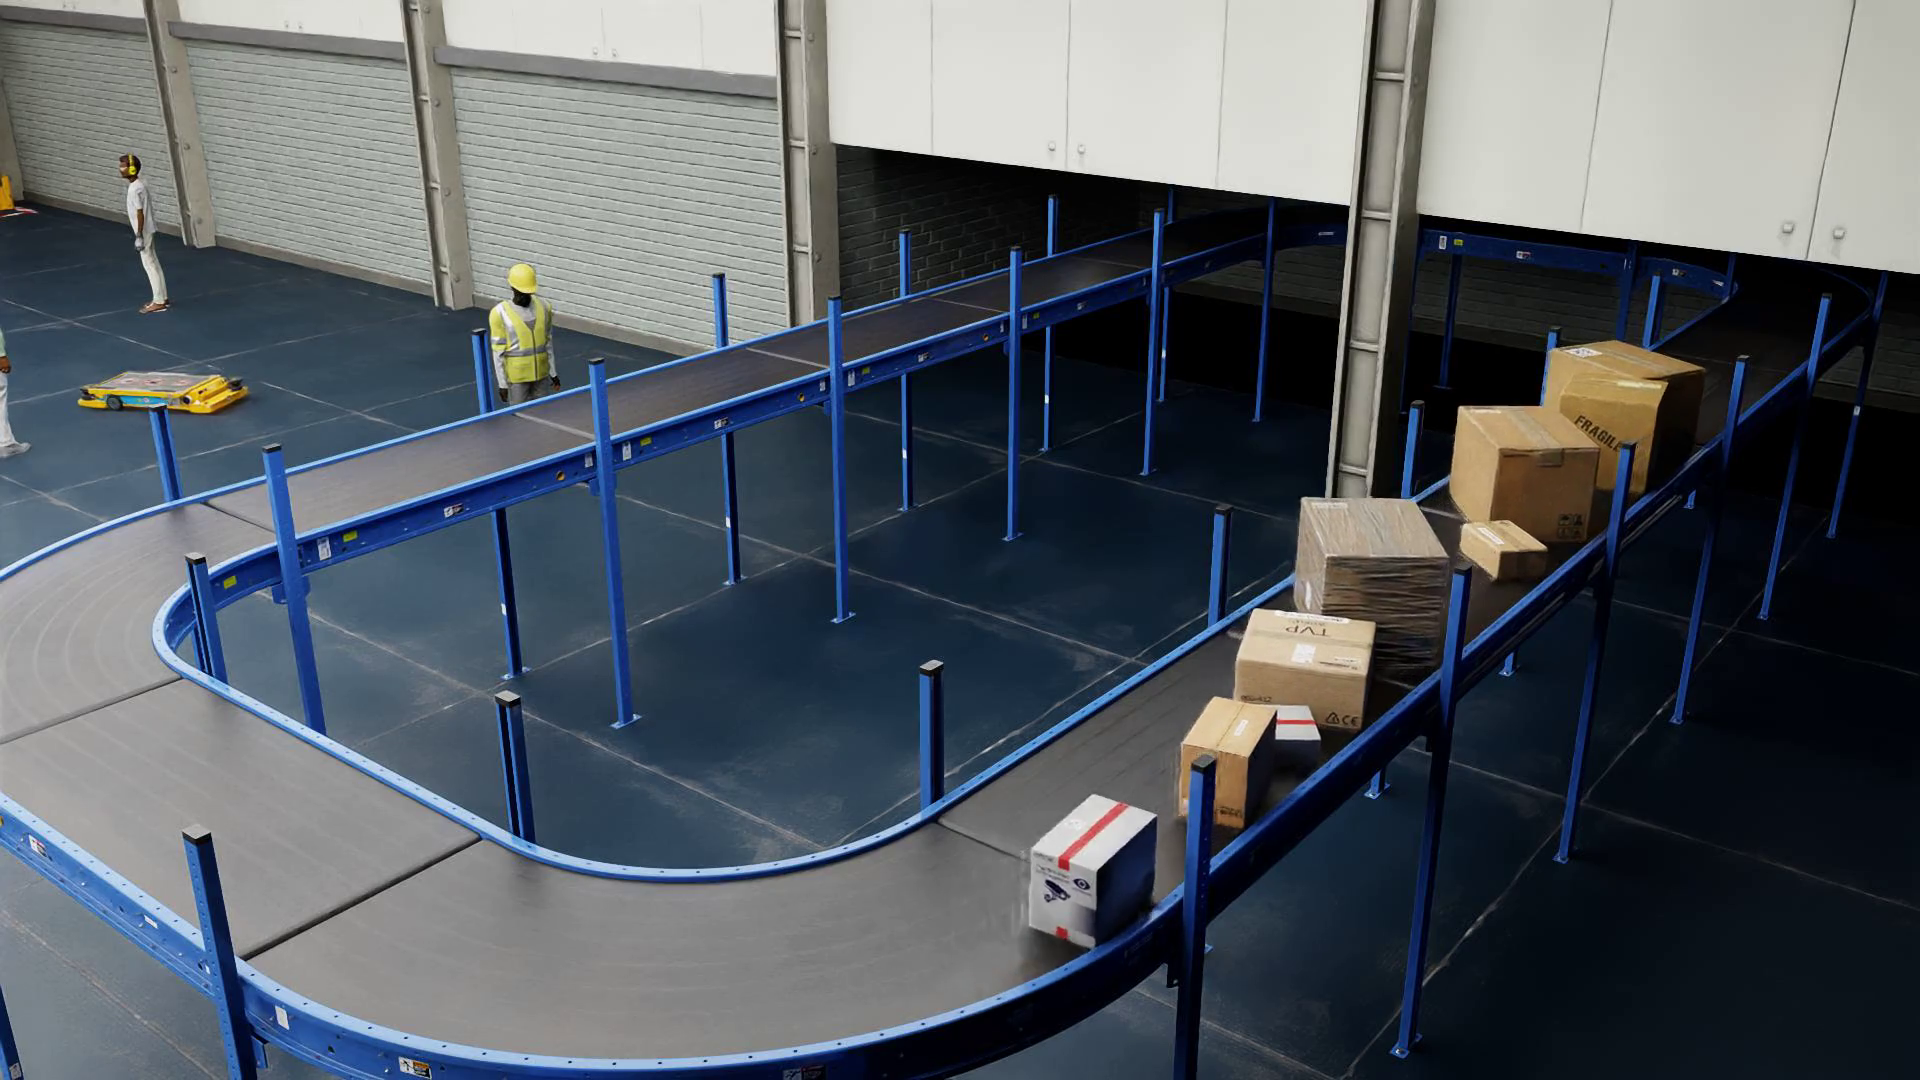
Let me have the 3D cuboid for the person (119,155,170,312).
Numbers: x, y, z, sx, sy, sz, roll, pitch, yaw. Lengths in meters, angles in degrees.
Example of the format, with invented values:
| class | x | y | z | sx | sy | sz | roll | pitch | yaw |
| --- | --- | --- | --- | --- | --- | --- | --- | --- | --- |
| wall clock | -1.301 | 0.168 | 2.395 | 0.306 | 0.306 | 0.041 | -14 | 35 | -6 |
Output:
| class | x | y | z | sx | sy | sz | roll | pitch | yaw |
| --- | --- | --- | --- | --- | --- | --- | --- | --- | --- |
| person | -9.830 | -3.682 | 19.993 | 0.320 | 1.871 | 0.533 | -5 | 22 | -12 |

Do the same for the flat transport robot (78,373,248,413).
| class | x | y | z | sx | sy | sz | roll | pitch | yaw |
| --- | --- | --- | --- | --- | --- | --- | --- | --- | --- |
| flat transport robot | -7.934 | -1.481 | 16.549 | 1.431 | 0.197 | 0.652 | 4 | 22 | 9 |

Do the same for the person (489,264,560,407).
| class | x | y | z | sx | sy | sz | roll | pitch | yaw |
| --- | --- | --- | --- | --- | --- | --- | --- | --- | --- |
| person | -3.666 | -1.408 | 14.156 | 0.395 | 1.913 | 0.591 | 19 | 28 | 39 |

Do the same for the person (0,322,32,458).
| class | x | y | z | sx | sy | sz | roll | pitch | yaw |
| --- | --- | --- | --- | --- | --- | --- | --- | --- | --- |
| person | -8.731 | -1.693 | 14.856 | 0.599 | 1.939 | 0.412 | 11 | 24 | 26 |
